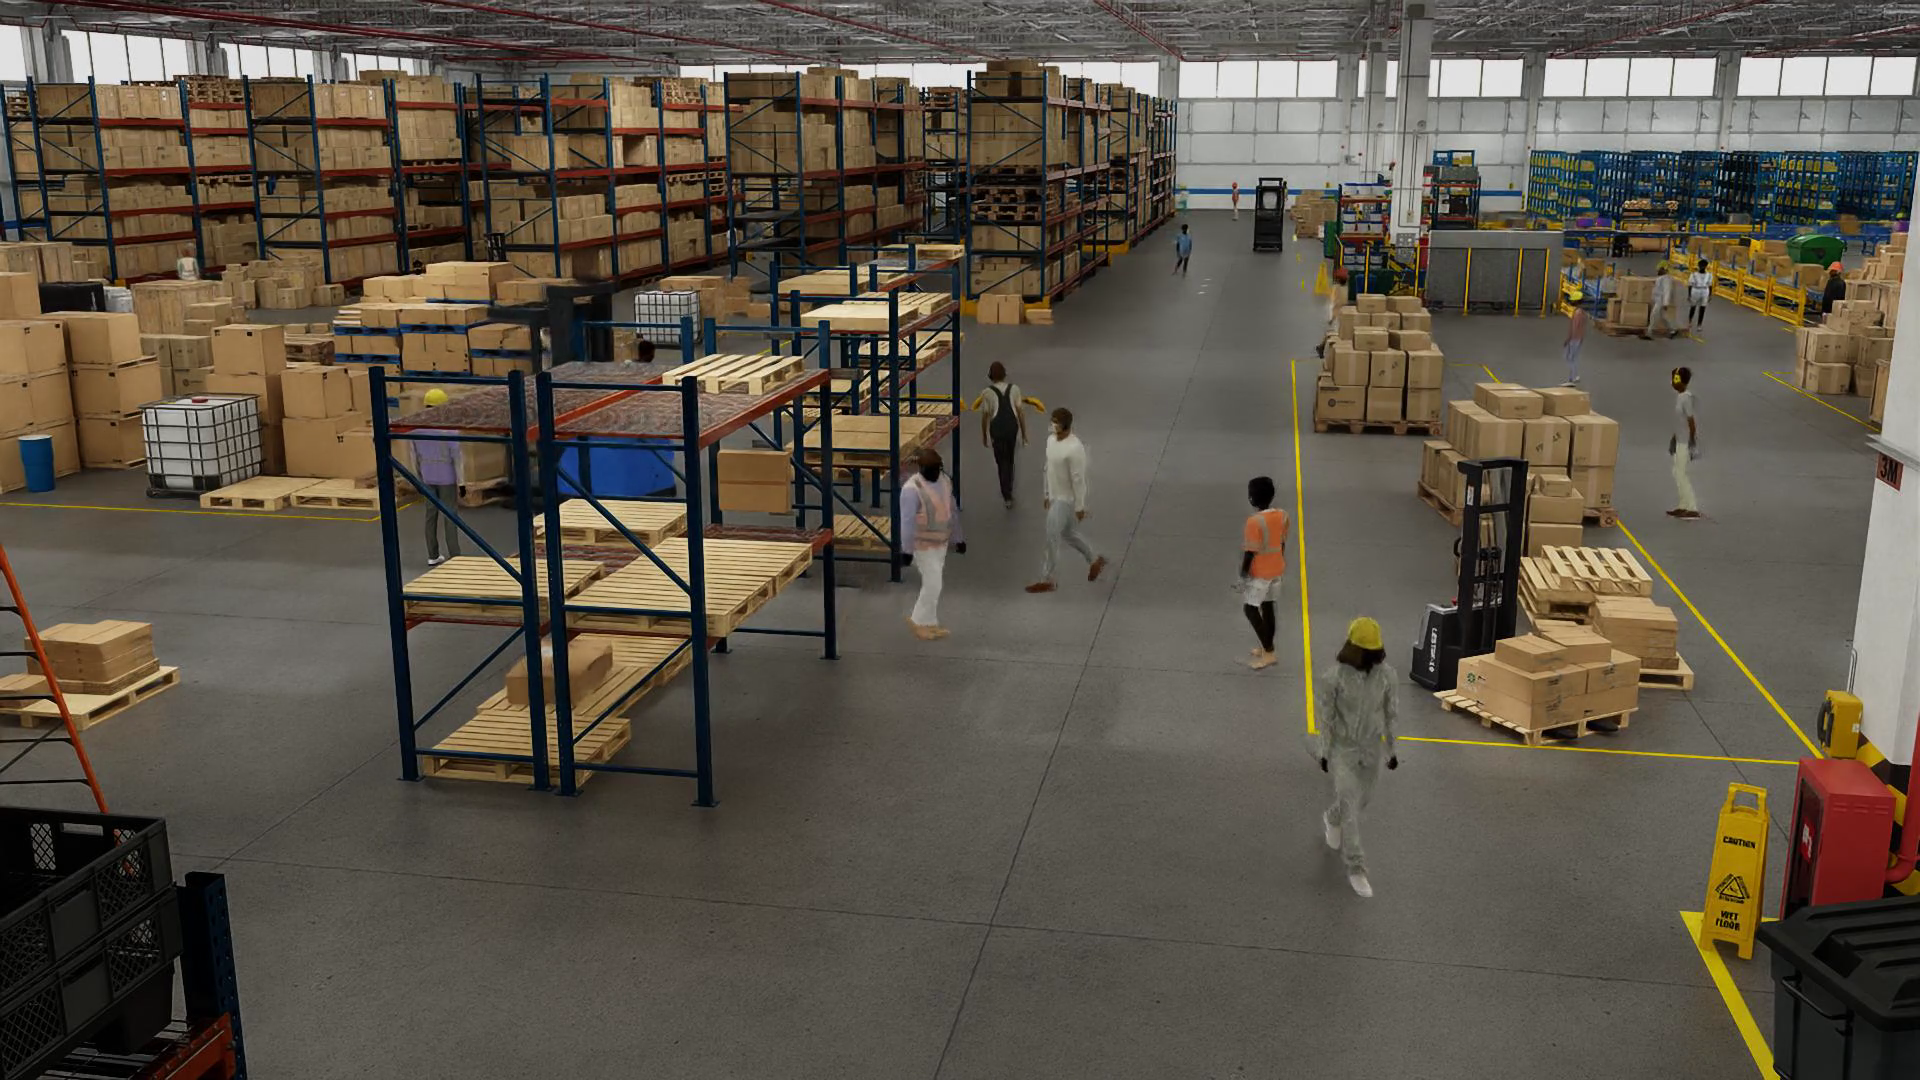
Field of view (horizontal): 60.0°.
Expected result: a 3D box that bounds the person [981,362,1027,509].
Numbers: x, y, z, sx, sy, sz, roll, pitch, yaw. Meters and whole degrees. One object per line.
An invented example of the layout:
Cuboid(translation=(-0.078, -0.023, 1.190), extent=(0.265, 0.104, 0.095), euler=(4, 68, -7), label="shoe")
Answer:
Cuboid(translation=(0.508, -1.334, 20.859), extent=(0.546, 1.791, 0.941), euler=(-4, 14, -16), label="person")

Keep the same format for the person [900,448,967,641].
Cuboid(translation=(-0.262, 0.044, 15.211), extent=(0.466, 1.817, 0.651), euler=(8, 16, 29), label="person")

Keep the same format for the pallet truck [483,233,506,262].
Cuboid(translation=(-11.832, -7.026, 43.548), extent=(1.885, 1.965, 0.823), euler=(8, 16, 28), label="pallet truck")

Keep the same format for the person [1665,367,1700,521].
Cuboid(translation=(8.743, -1.163, 20.089), extent=(0.428, 1.826, 0.647), euler=(3, 14, 14), label="person")

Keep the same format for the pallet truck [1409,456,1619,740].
Cuboid(translation=(4.504, 0.400, 13.395), extent=(0.823, 1.965, 1.885), euler=(-6, 15, -23), label="pallet truck")

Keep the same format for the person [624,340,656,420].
Cuboid(translation=(-4.327, -1.795, 22.599), extent=(0.624, 1.854, 0.739), euler=(6, 15, 22), label="person")

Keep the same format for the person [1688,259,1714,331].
Cuboid(translation=(17.312, -5.720, 38.889), extent=(0.538, 1.688, 0.363), euler=(4, 14, 14), label="person")

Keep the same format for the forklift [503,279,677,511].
Cuboid(translation=(-4.542, -1.745, 20.290), extent=(1.873, 2.768, 1.129), euler=(6, 15, 24), label="forklift")

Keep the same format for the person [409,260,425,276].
Cuboid(translation=(-11.798, -5.189, 36.367), extent=(0.543, 1.868, 0.320), euler=(-4, 14, -16), label="person")

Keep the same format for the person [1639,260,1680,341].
Cuboid(translation=(15.699, -5.346, 37.109), extent=(0.812, 1.807, 0.596), euler=(3, 14, 12), label="person")

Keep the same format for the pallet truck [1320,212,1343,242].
Cuboid(translation=(15.874, -13.227, 70.310), extent=(0.680, 1.201, 1.601), euler=(10, 17, 35), label="pallet truck")

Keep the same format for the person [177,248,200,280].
Cuboid(translation=(-20.196, -6.832, 43.518), extent=(0.537, 1.615, 0.579), euler=(-8, 16, -30), label="person")

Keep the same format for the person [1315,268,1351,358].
Cuboid(translation=(7.656, -4.598, 33.872), extent=(0.872, 1.914, 0.546), euler=(12, 18, 40), label="person")

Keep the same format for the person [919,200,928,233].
Cuboid(translation=(-1.541, -13.835, 71.359), extent=(0.662, 1.910, 0.832), euler=(3, 14, 13), label="person")

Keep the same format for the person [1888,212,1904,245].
Cuboid(translation=(33.438, -10.808, 59.384), extent=(0.364, 1.754, 0.545), euler=(-5, 15, -19), label="person")

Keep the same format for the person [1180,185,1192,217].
Cuboid(translation=(12.311, -18.424, 90.418), extent=(0.597, 1.708, 0.800), euler=(-8, 16, -29), label="person")

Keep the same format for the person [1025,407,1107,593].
Cuboid(translation=(1.109, -0.425, 16.940), extent=(0.902, 1.914, 0.633), euler=(-5, 15, -19), label="person")

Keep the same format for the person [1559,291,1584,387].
Cuboid(translation=(11.233, -3.678, 30.445), extent=(0.365, 1.760, 0.545), euler=(5, 15, 21), label="person")

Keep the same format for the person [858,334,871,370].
Cuboid(translation=(-1.900, -4.302, 32.558), extent=(0.608, 1.963, 0.374), euler=(6, 15, 24), label="person")

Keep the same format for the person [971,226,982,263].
Cuboid(translation=(0.586, -10.253, 56.996), extent=(0.430, 1.834, 0.635), euler=(13, 19, 43), label="person")

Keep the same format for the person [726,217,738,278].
Cuboid(translation=(-7.283, -9.344, 53.124), extent=(0.391, 1.918, 0.587), euler=(-5, 15, -20), label="person")

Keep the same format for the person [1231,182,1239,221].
Cuboid(translation=(14.274, -17.580, 86.432), extent=(0.415, 1.985, 0.611), euler=(1, 14, 4), label="person")

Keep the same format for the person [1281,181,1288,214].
Cuboid(translation=(18.212, -19.248, 93.503), extent=(0.621, 1.838, 0.429), euler=(-12, 18, -40), label="person")

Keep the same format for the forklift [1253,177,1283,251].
Cuboid(translation=(12.083, -12.747, 64.956), extent=(1.129, 2.768, 1.873), euler=(3, 14, 10), label="forklift")

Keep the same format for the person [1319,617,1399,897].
Cuboid(translation=(2.466, 1.277, 10.413), extent=(0.497, 1.712, 0.796), euler=(-3, 14, -11), label="person")

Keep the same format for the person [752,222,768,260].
Cuboid(translation=(-7.313, -10.966, 60.372), extent=(0.493, 1.595, 0.856), euler=(-9, 16, -32), label="person")

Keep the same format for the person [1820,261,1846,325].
Cuboid(translation=(17.909, -4.722, 34.195), extent=(0.375, 1.997, 0.612), euler=(-1, 14, -4), label="person")

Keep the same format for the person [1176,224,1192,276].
Cuboid(translation=(7.219, -9.332, 53.558), extent=(0.536, 1.685, 0.382), euler=(-5, 15, -21), label="person")

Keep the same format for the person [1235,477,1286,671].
Cuboid(translation=(2.676, 0.289, 14.501), extent=(0.438, 1.689, 0.564), euler=(11, 18, 38), label="person")

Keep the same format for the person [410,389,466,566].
Cuboid(translation=(-5.582, -0.665, 17.863), extent=(0.594, 1.926, 0.367), euler=(4, 14, 14), label="person")
